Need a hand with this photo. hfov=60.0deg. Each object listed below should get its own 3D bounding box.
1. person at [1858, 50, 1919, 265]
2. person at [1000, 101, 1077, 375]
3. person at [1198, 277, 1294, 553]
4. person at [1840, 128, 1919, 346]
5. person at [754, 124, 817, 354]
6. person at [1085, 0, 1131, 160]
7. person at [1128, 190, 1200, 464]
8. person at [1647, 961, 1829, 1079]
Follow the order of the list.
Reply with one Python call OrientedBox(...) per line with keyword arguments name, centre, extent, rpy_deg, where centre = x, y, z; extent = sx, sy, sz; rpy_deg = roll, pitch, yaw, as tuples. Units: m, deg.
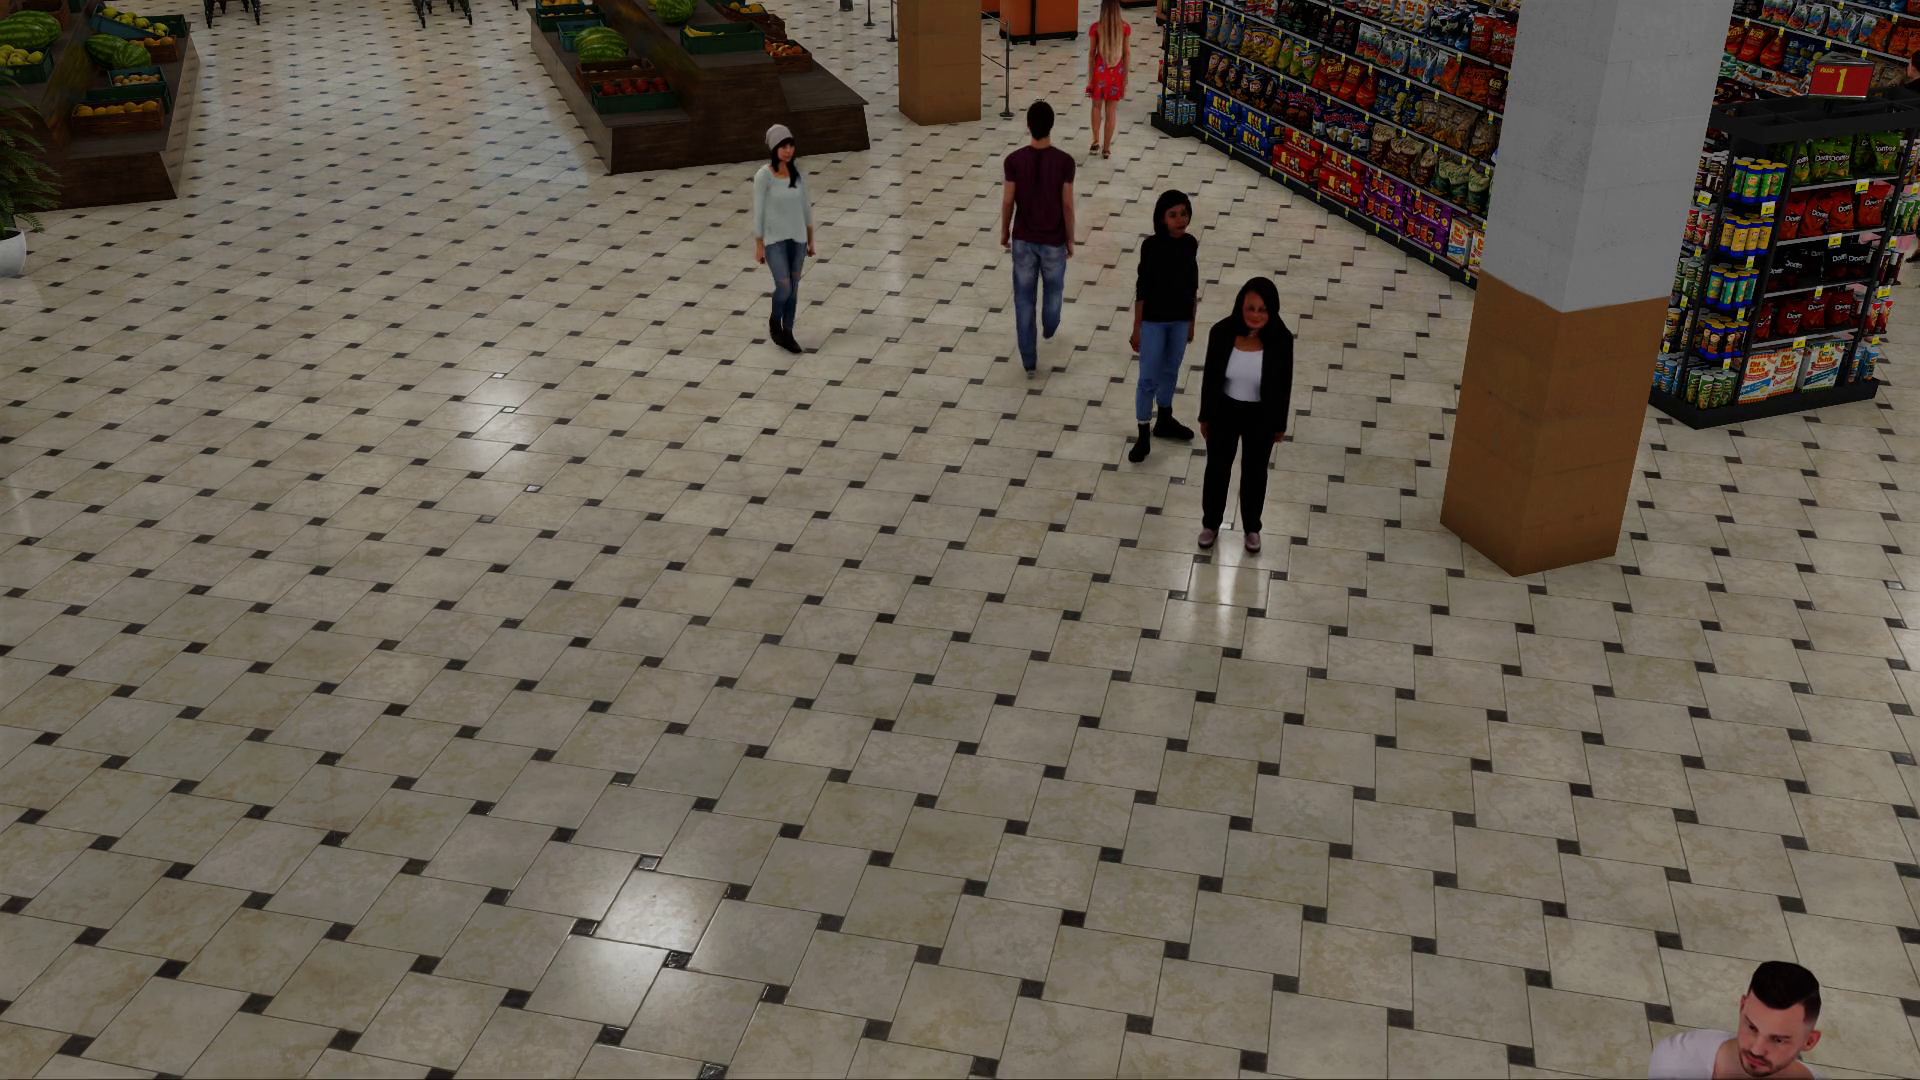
OrientedBox(name="person", centre=(7.698, -3.033, 13.408), extent=(0.687, 1.669, 1.143), rpy_deg=(-8, 30, -15))
OrientedBox(name="person", centre=(0.538, -2.027, 11.420), extent=(0.991, 1.807, 1.235), rpy_deg=(3, 29, 5))
OrientedBox(name="person", centre=(1.564, -0.696, 9.186), extent=(0.763, 1.612, 0.786), rpy_deg=(5, 29, 8))
OrientedBox(name="person", centre=(6.614, -2.262, 11.854), extent=(0.622, 1.803, 0.533), rpy_deg=(-8, 30, -13))
OrientedBox(name="person", centre=(-1.288, -2.145, 11.807), extent=(0.675, 1.643, 0.702), rpy_deg=(-19, 34, -30))
OrientedBox(name="person", centre=(1.441, -4.480, 16.149), extent=(0.684, 1.581, 0.727), rpy_deg=(2, 29, 3))
OrientedBox(name="person", centre=(1.264, -1.349, 10.305), extent=(0.749, 1.686, 0.658), rpy_deg=(-17, 33, -28))
OrientedBox(name="person", centre=(1.947, 1.815, 4.348), extent=(0.711, 1.841, 0.816), rpy_deg=(19, 34, 31))
